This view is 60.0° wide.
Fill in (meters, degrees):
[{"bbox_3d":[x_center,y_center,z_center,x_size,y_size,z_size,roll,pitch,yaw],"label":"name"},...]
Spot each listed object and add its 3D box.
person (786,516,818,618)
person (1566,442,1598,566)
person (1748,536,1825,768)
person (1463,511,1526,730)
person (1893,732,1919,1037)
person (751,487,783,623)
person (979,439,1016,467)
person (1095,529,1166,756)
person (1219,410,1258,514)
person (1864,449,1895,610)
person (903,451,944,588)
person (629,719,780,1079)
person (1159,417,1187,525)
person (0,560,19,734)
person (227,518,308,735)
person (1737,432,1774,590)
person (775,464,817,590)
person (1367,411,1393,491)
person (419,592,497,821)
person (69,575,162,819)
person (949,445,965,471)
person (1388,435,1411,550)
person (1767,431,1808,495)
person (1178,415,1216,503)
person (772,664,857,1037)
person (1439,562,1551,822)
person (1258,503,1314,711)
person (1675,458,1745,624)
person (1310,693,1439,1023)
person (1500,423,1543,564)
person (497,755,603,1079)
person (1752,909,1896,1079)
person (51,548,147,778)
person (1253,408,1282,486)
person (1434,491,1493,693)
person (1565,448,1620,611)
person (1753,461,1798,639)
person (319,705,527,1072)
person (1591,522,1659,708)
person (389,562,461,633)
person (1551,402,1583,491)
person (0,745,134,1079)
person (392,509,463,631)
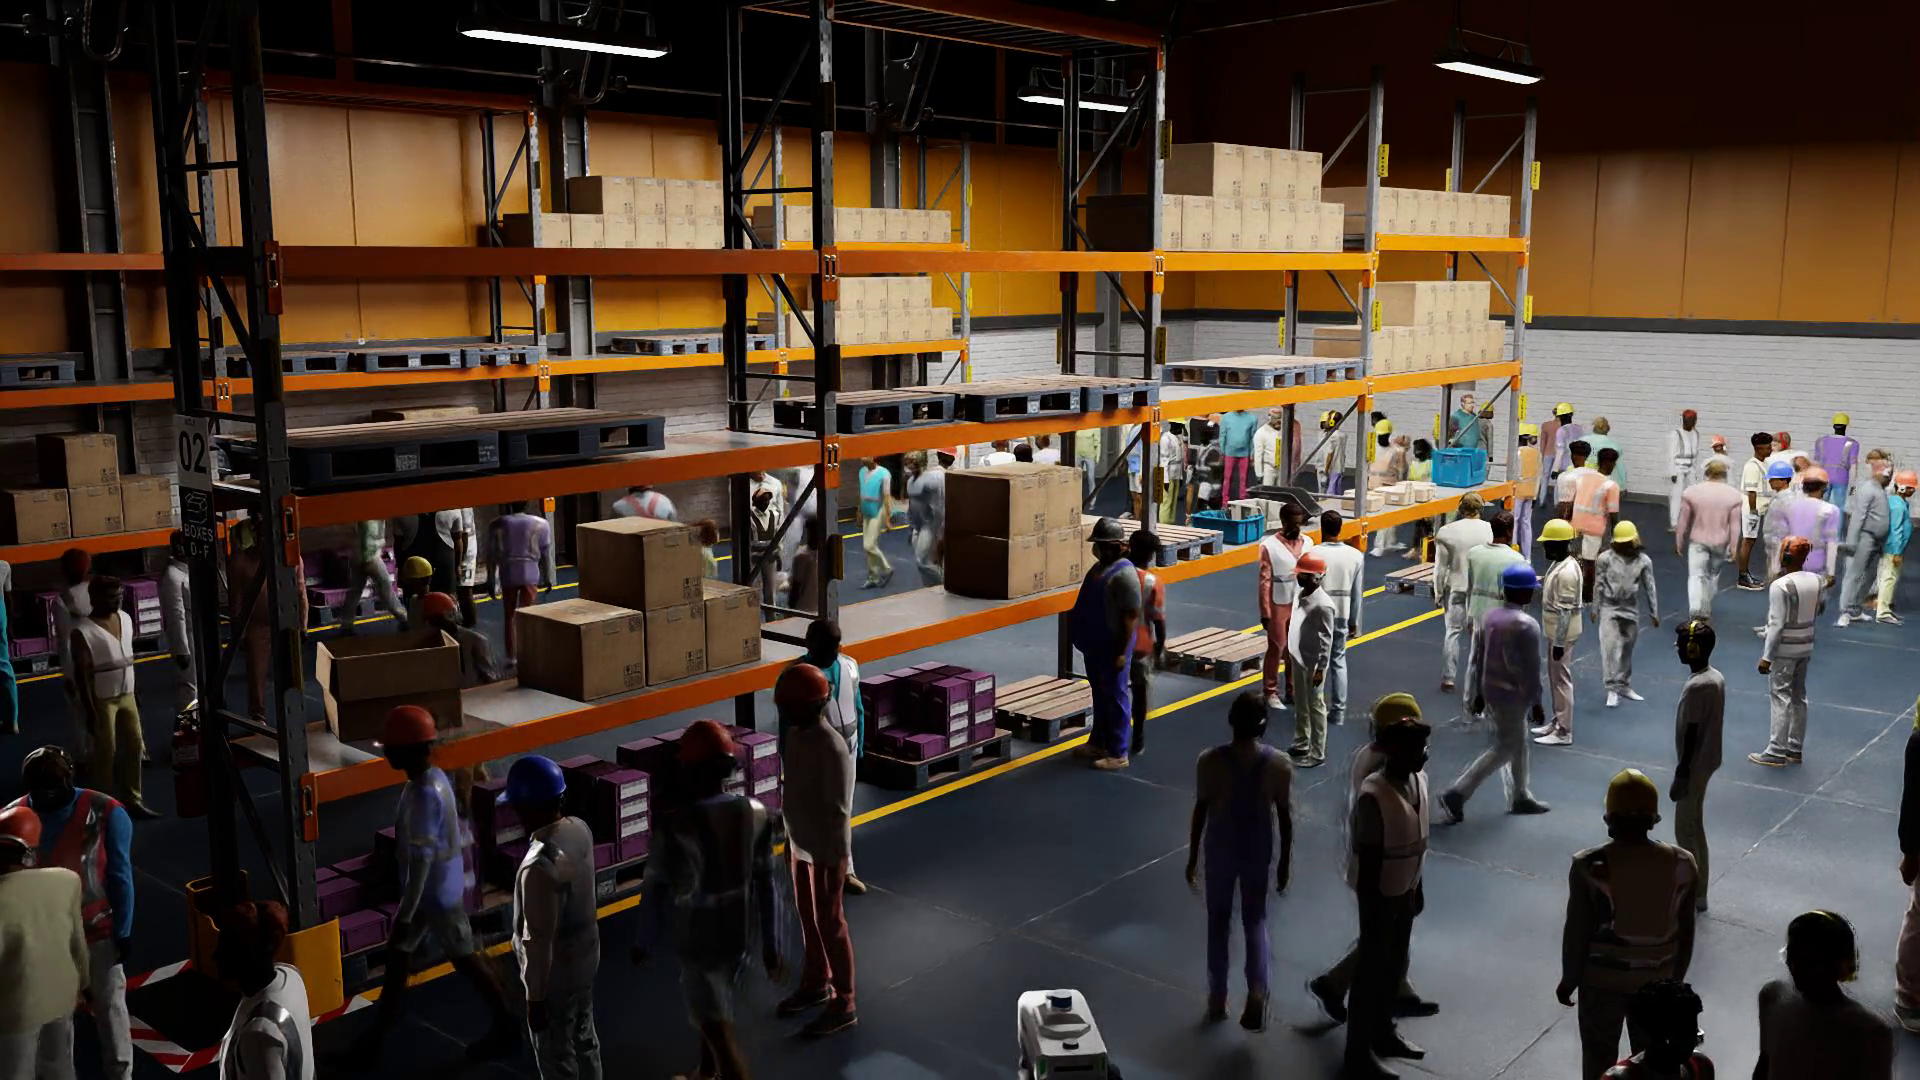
[{"bbox_3d":[-1.376,0.704,14.804,0.358,1.812,0.671,3,10,16],"label":"person"},{"bbox_3d":[8.295,-0.475,22.192,0.535,1.691,0.323,-2,10,-14],"label":"person"},{"bbox_3d":[6.662,0.898,13.397,0.574,1.883,0.356,-6,11,-31],"label":"person"},{"bbox_3d":[4.648,0.699,14.519,0.396,1.910,0.586,-6,11,-34],"label":"person"},{"bbox_3d":[5.233,1.621,8.742,0.622,1.993,0.382,-2,10,-9],"label":"person"},{"bbox_3d":[-2.160,0.236,18.101,0.514,1.634,0.313,-6,11,-34],"label":"person"},{"bbox_3d":[0.531,-0.487,21.686,0.584,1.879,0.361,0,10,2],"label":"person"},{"bbox_3d":[1.381,0.844,13.625,0.650,1.926,0.483,3,10,18],"label":"person"},{"bbox_3d":[4.473,-1.391,26.759,0.612,1.984,0.401,1,10,7],"label":"person"},{"bbox_3d":[10.680,-0.118,19.398,0.556,1.902,0.655,3,10,19],"label":"person"},{"bbox_3d":[-0.389,-0.095,19.245,0.474,1.907,0.678,-5,11,-25],"label":"person"},{"bbox_3d":[-1.091,1.823,7.598,0.612,1.995,1.055,-9,13,-42],"label":"person"},{"bbox_3d":[3.108,-0.937,24.247,0.397,1.920,0.586,5,11,29],"label":"person"},{"bbox_3d":[-8.310,0.790,14.156,0.345,1.846,0.507,5,11,27],"label":"person"},{"bbox_3d":[-5.911,0.745,14.282,0.636,1.899,0.401,-7,12,-37],"label":"person"},{"bbox_3d":[9.902,-0.371,20.718,0.366,1.967,0.603,5,11,28],"label":"person"},{"bbox_3d":[-1.946,-0.404,20.695,0.540,2.000,0.753,6,11,33],"label":"person"},{"bbox_3d":[6.812,-1.273,26.997,0.798,1.669,0.527,-9,13,-43],"label":"person"},{"bbox_3d":[-3.664,1.202,12.112,0.586,1.703,0.844,4,10,20],"label":"person"},{"bbox_3d":[-6.114,1.157,11.997,0.454,1.841,0.613,2,10,11],"label":"person"},{"bbox_3d":[-0.053,-0.893,24.833,0.284,1.633,0.497,2,10,11],"label":"person"},{"bbox_3d":[6.205,-0.678,23.554,0.313,1.631,0.530,1,10,7],"label":"person"},{"bbox_3d":[11.106,-0.552,22.293,0.608,1.809,0.428,-1,10,-3],"label":"person"},{"bbox_3d":[4.055,-1.541,27.928,0.969,1.886,0.555,-4,11,-25],"label":"person"},{"bbox_3d":[-0.786,1.618,8.805,0.409,1.984,0.613,-5,11,-29],"label":"person"},{"bbox_3d":[3.915,1.110,12.054,0.890,1.917,0.606,-2,10,-10],"label":"person"},{"bbox_3d":[2.953,0.597,15.131,0.601,1.906,0.386,-5,11,-30],"label":"person"},{"bbox_3d":[8.266,0.055,18.367,0.674,1.909,0.877,4,10,23],"label":"person"},{"bbox_3d":[2.236,1.696,8.842,0.663,1.810,0.605,1,10,5],"label":"person"},{"bbox_3d":[7.513,-0.612,22.323,0.596,1.912,0.399,-4,10,-23],"label":"person"},{"bbox_3d":[-1.794,1.886,7.342,0.415,1.939,0.604,1,10,5],"label":"person"},{"bbox_3d":[3.033,2.193,5.850,0.602,1.890,0.575,-6,11,-30],"label":"person"},{"bbox_3d":[-6.796,0.971,13.066,0.874,1.852,0.556,6,11,34],"label":"person"},{"bbox_3d":[4.695,-1.034,24.913,0.653,1.894,0.400,-6,11,-30],"label":"person"},{"bbox_3d":[4.782,0.498,15.662,0.634,1.931,0.359,3,10,16],"label":"person"},{"bbox_3d":[7.428,-0.122,19.351,0.913,1.918,0.624,-4,10,-24],"label":"person"},{"bbox_3d":[8.830,0.108,17.951,0.415,1.940,0.610,3,10,16],"label":"person"},{"bbox_3d":[-2.683,1.748,8.318,1.002,1.886,0.558,-4,11,-25],"label":"person"},{"bbox_3d":[6.105,0.681,15.201,0.563,1.706,0.656,0,10,2],"label":"person"},{"bbox_3d":[-5.870,0.203,18.190,0.819,1.666,0.533,-8,12,-40],"label":"person"},{"bbox_3d":[9.244,-1.136,25.404,0.586,1.928,0.369,-7,12,-38],"label":"person"},{"bbox_3d":[-4.224,1.853,7.865,0.619,1.836,0.432,-2,10,-9],"label":"person"},{"bbox_3d":[-5.418,0.220,16.974,0.681,2.000,0.535,-3,10,-18],"label":"person"}]
